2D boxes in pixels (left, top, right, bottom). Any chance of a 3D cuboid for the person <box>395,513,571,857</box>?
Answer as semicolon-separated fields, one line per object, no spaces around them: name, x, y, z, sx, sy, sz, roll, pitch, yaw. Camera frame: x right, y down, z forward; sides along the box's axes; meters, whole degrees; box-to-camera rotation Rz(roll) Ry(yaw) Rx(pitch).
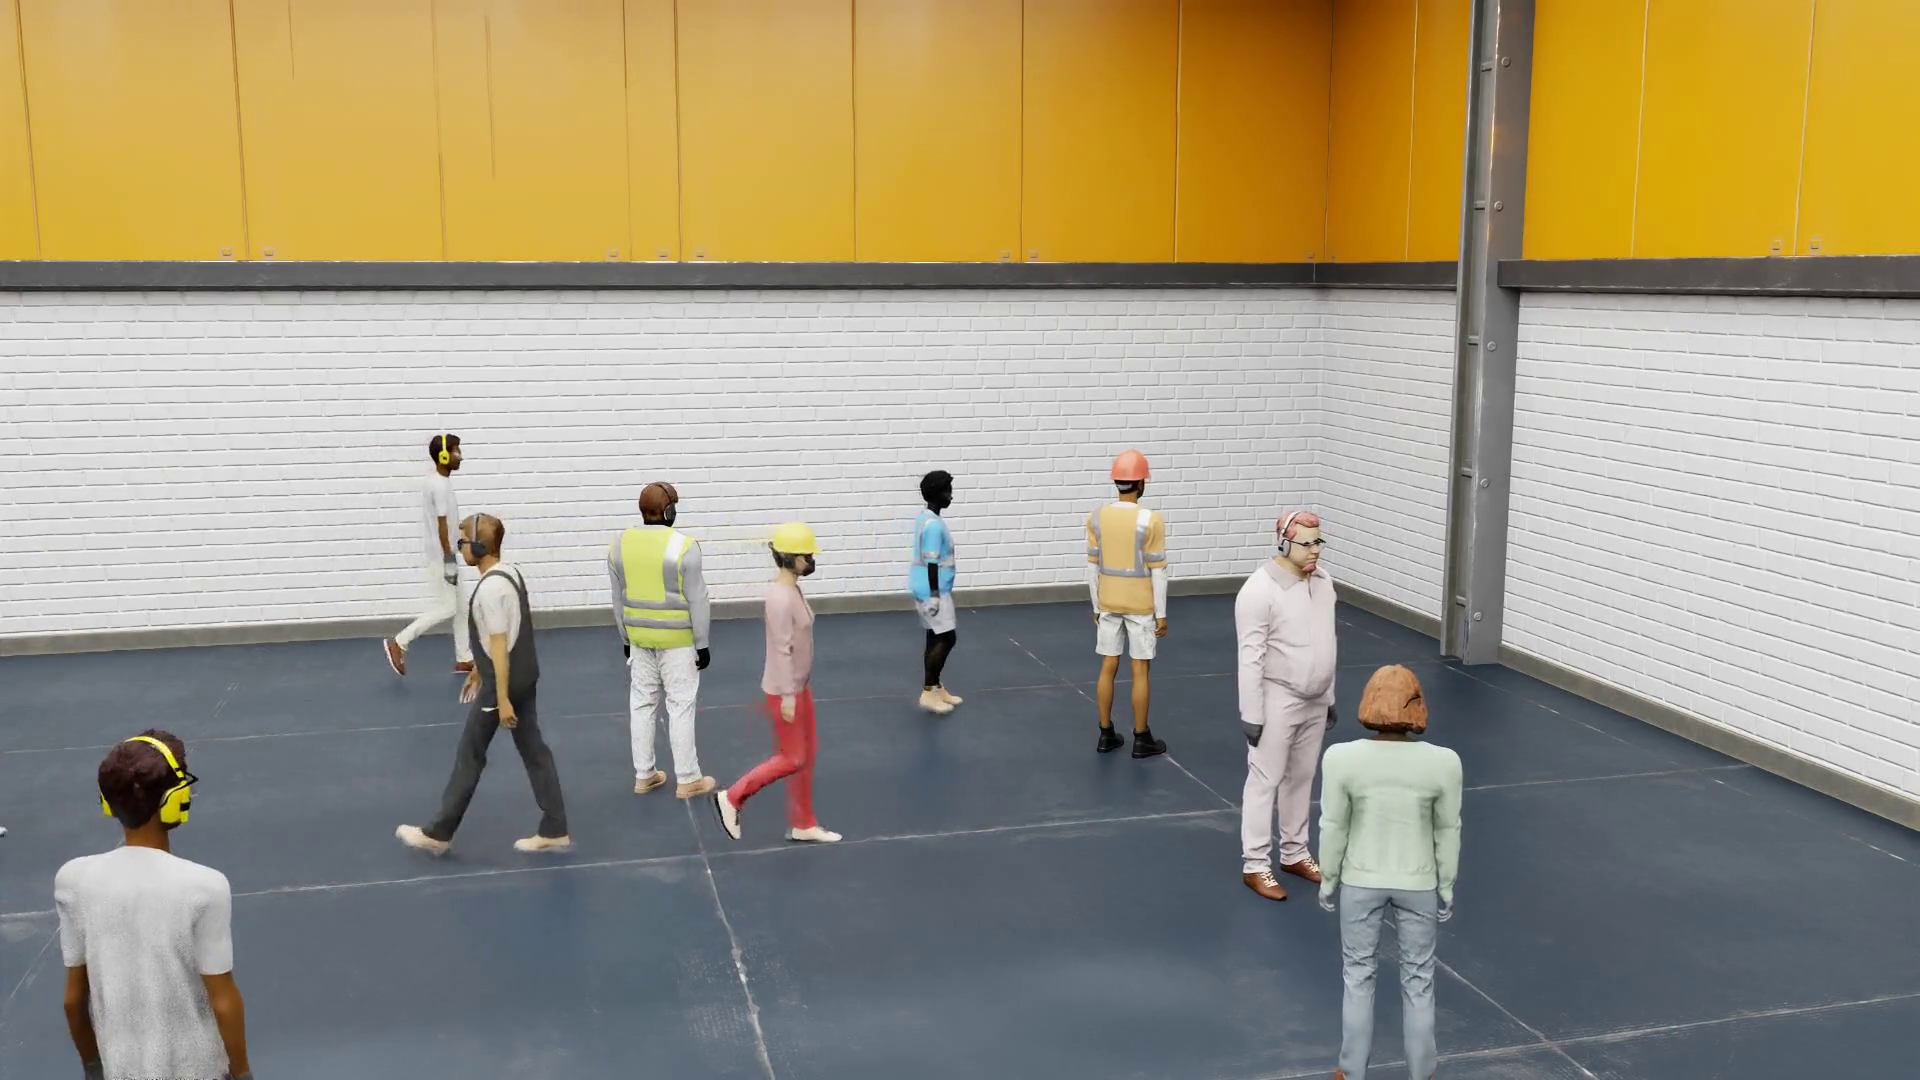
person;-2.485;0.759;8.626;0.956;1.796;0.510;0;9;3

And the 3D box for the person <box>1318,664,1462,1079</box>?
person;1.549;1.258;6.038;0.501;1.631;0.286;2;9;11

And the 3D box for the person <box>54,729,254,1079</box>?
person;-2.067;1.410;4.366;0.516;1.870;0.349;1;9;8

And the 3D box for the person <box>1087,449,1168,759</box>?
person;1.067;0.401;10.442;0.547;1.938;0.364;6;11;33

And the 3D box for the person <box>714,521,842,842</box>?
person;-0.952;0.766;8.737;0.574;1.749;0.540;1;9;5

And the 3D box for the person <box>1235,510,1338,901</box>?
person;1.622;0.794;8.117;0.639;1.900;0.403;-8;12;-40

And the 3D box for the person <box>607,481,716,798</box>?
person;-1.711;0.576;9.642;0.627;1.845;0.429;4;10;22

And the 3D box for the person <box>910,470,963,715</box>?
person;-0.161;0.354;11.507;0.363;1.694;0.544;-1;9;-8

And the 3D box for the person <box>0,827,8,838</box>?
person;-5.384;0.780;8.832;0.927;1.684;0.489;3;10;21

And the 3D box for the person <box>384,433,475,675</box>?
person;-3.923;0.125;12.461;0.721;1.847;0.526;-2;9;-12
